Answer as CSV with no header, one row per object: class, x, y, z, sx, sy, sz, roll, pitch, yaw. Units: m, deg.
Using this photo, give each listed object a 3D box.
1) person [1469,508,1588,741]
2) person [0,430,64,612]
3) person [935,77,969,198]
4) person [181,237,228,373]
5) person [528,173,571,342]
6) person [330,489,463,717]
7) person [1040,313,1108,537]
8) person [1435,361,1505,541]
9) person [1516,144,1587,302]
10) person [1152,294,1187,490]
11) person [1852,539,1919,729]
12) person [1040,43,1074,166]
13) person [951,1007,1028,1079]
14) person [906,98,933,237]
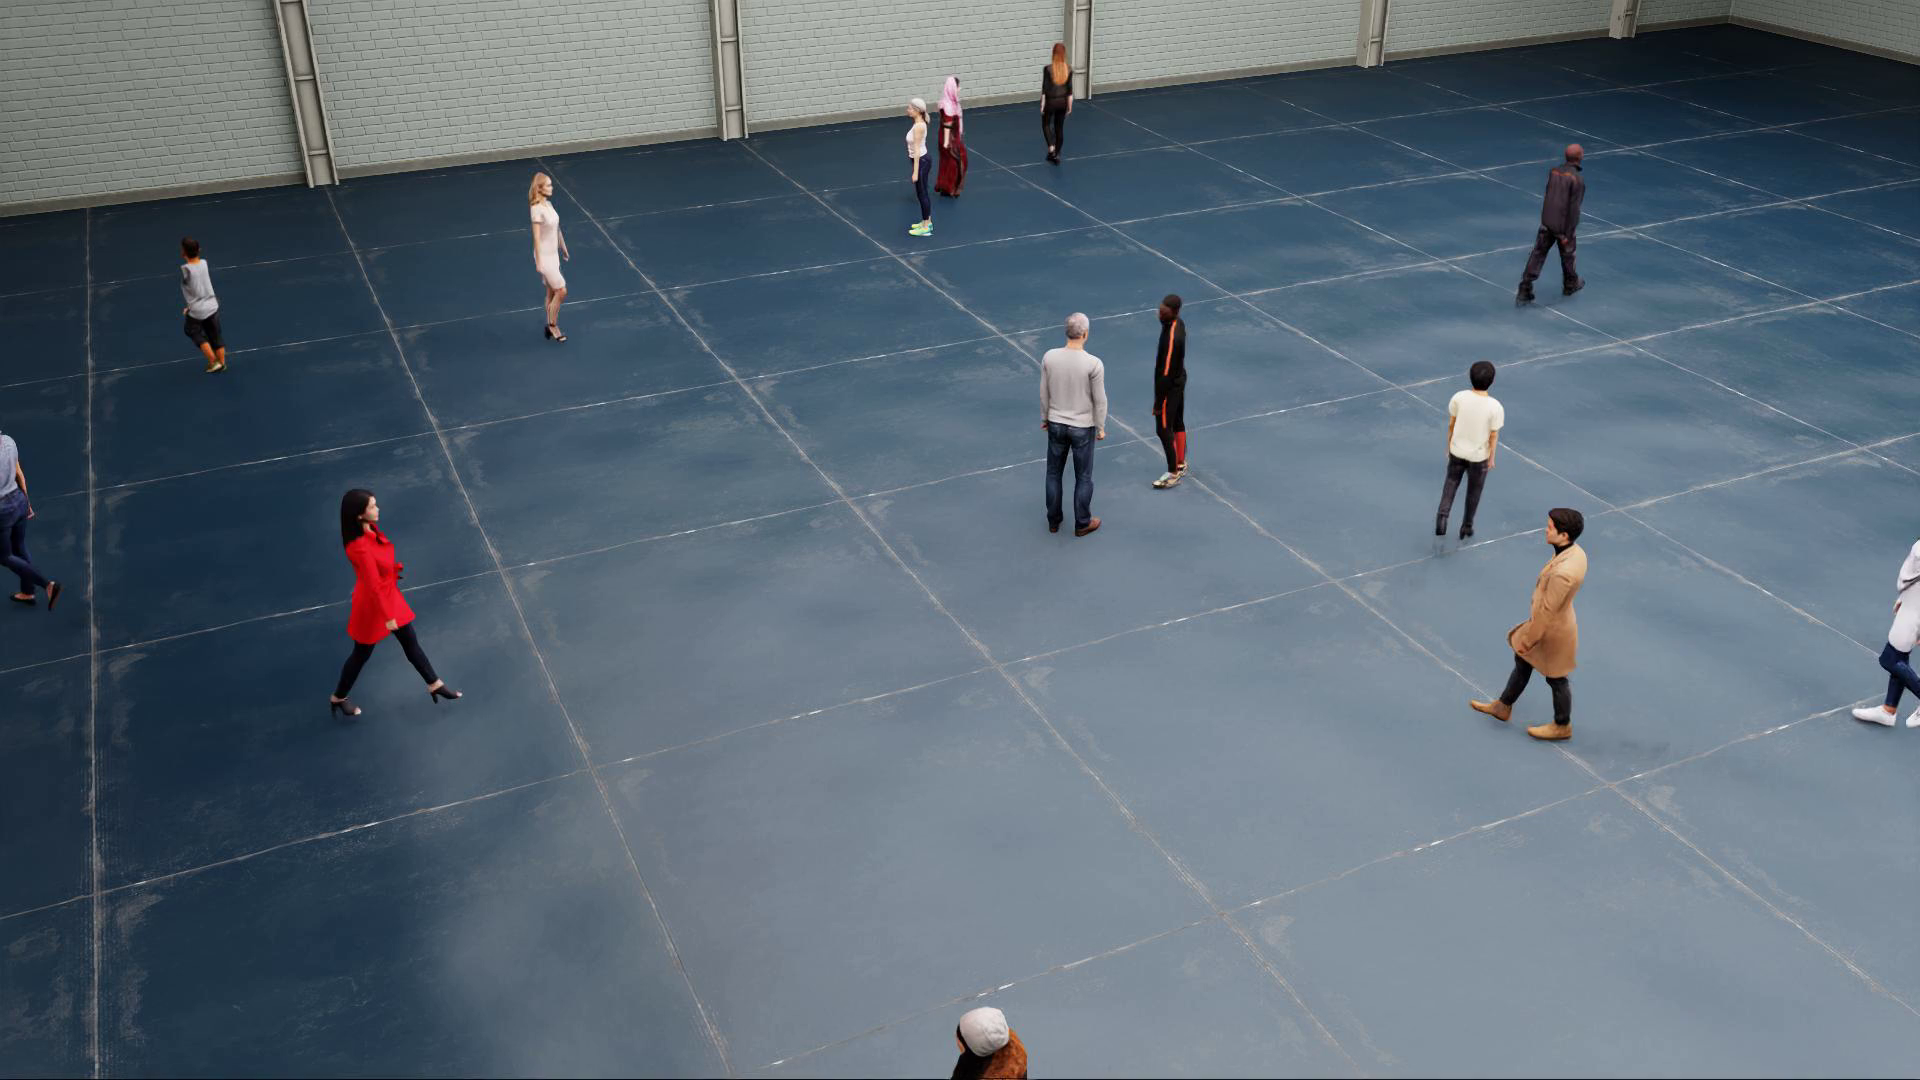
person,4.004,0.592,10.983,1.045,1.705,0.987,9,29,17
person,-7.112,-0.207,12.480,0.963,1.708,0.902,10,30,18
person,-0.218,-5.397,22.297,0.819,1.640,0.783,-1,28,-2
person,-7.667,-2.401,16.878,0.755,1.446,0.662,20,34,32
person,-4.427,-2.971,17.551,0.748,1.819,0.710,5,28,9
person,-4.020,0.482,11.197,1.160,1.698,0.804,-6,29,-11
person,0.919,-0.934,13.642,0.830,1.899,0.866,13,31,22
person,4.129,-0.690,13.519,0.752,1.584,0.825,19,34,32
person,6.610,-3.504,18.582,1.255,1.792,0.829,-17,32,-29
person,1.889,-1.341,14.527,0.864,1.786,0.850,13,30,22
person,6.468,0.507,11.079,0.891,1.765,0.840,12,30,22
person,1.383,-6.189,23.719,0.630,1.702,0.753,-5,28,-10
person,0.188,2.655,7.211,1.094,1.609,1.051,11,30,20
person,-0.480,-4.696,20.917,0.668,1.701,0.661,0,28,-1
